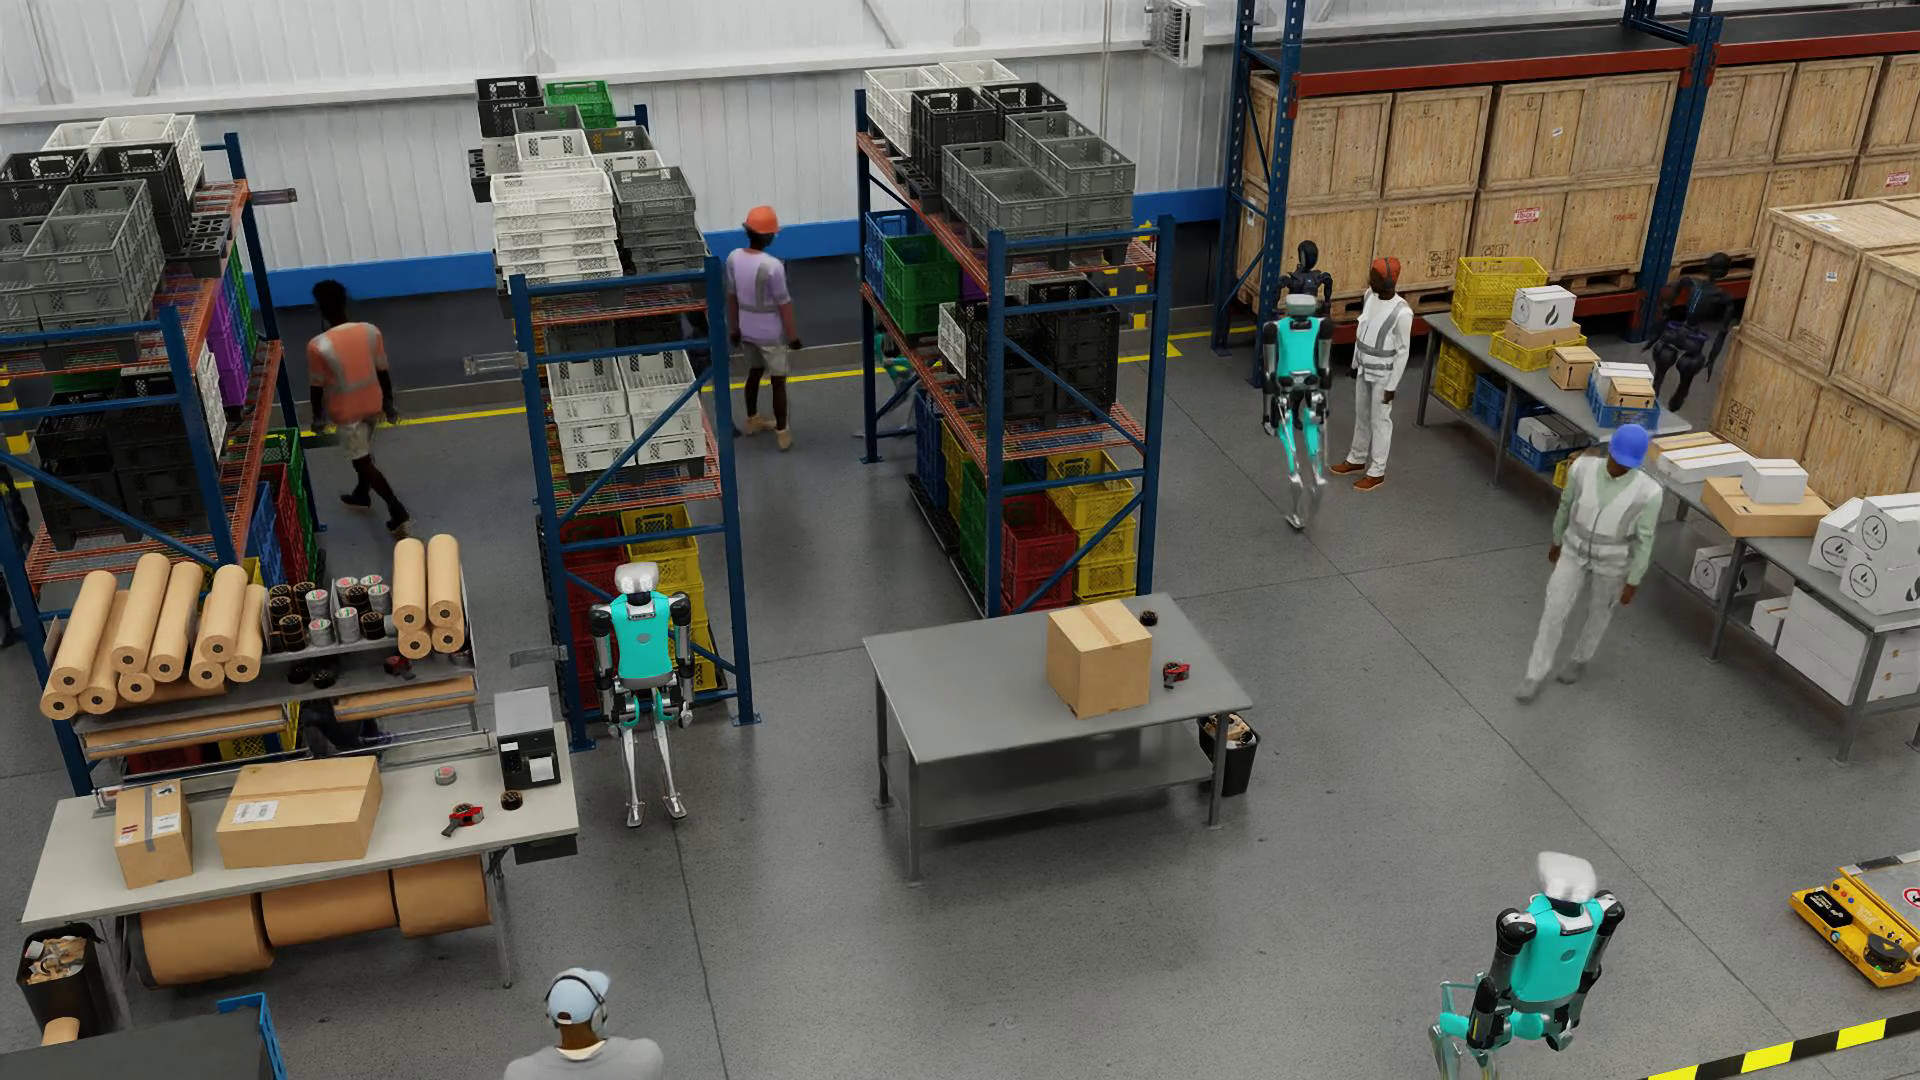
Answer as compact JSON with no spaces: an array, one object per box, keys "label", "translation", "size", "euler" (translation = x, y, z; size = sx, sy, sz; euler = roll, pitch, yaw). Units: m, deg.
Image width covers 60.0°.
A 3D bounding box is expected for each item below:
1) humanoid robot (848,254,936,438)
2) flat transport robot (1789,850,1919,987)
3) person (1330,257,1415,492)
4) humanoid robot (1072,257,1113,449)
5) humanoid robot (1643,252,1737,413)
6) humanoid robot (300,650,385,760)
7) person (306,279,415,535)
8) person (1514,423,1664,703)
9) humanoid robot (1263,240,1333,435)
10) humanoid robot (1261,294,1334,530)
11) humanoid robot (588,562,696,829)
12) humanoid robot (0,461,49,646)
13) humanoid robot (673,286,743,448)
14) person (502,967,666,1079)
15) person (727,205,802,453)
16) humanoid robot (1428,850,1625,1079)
[{"label":"humanoid robot","translation":[-0.519,-1.639,13.633],"size":[0.850,1.788,0.565],"euler":[-11,31,-19]},{"label":"flat transport robot","translation":[5.163,1.916,8.676],"size":[1.431,0.231,0.659],"euler":[-8,30,-14]},{"label":"person","translation":[3.200,-1.286,12.823],"size":[0.354,1.886,0.572],"euler":[-10,30,-18]},{"label":"humanoid robot","translation":[0.981,-1.523,13.483],"size":[0.608,1.635,0.663],"euler":[-12,31,-21]},{"label":"humanoid robot","translation":[5.873,-1.557,13.583],"size":[0.636,1.640,0.644],"euler":[-22,36,-35]},{"label":"humanoid robot","translation":[-3.152,1.203,8.534],"size":[0.724,1.628,0.590],"euler":[5,29,10]},{"label":"person","translation":[-4.419,-0.976,12.215],"size":[0.923,1.929,0.597],"euler":[15,32,26]},{"label":"person","translation":[3.848,0.160,10.162],"size":[0.632,1.908,0.856],"euler":[22,35,34]},{"label":"humanoid robot","translation":[2.792,-1.676,13.733],"size":[0.599,1.657,0.315],"euler":[-8,30,-14]},{"label":"humanoid robot","translation":[2.508,-0.817,12.224],"size":[0.540,1.863,0.806],"euler":[-4,29,-7]},{"label":"humanoid robot","translation":[-1.729,0.770,9.097],"size":[0.533,1.677,0.735],"euler":[-8,30,-14]},{"label":"humanoid robot","translation":[-6.342,-0.081,10.855],"size":[0.589,1.645,0.362],"euler":[5,29,9]},{"label":"humanoid robot","translation":[-2.059,-1.521,13.480],"size":[0.371,1.641,0.630],"euler":[21,35,33]},{"label":"person","translation":[-1.358,2.342,6.260],"size":[0.589,1.848,0.406],"euler":[-6,29,-11]},{"label":"person","translation":[-1.579,-1.707,13.451],"size":[0.451,2.031,0.627],"euler":[-25,38,-38]},{"label":"humanoid robot","translation":[2.298,1.895,7.049],"size":[0.533,1.677,0.735],"euler":[-8,30,-14]}]
